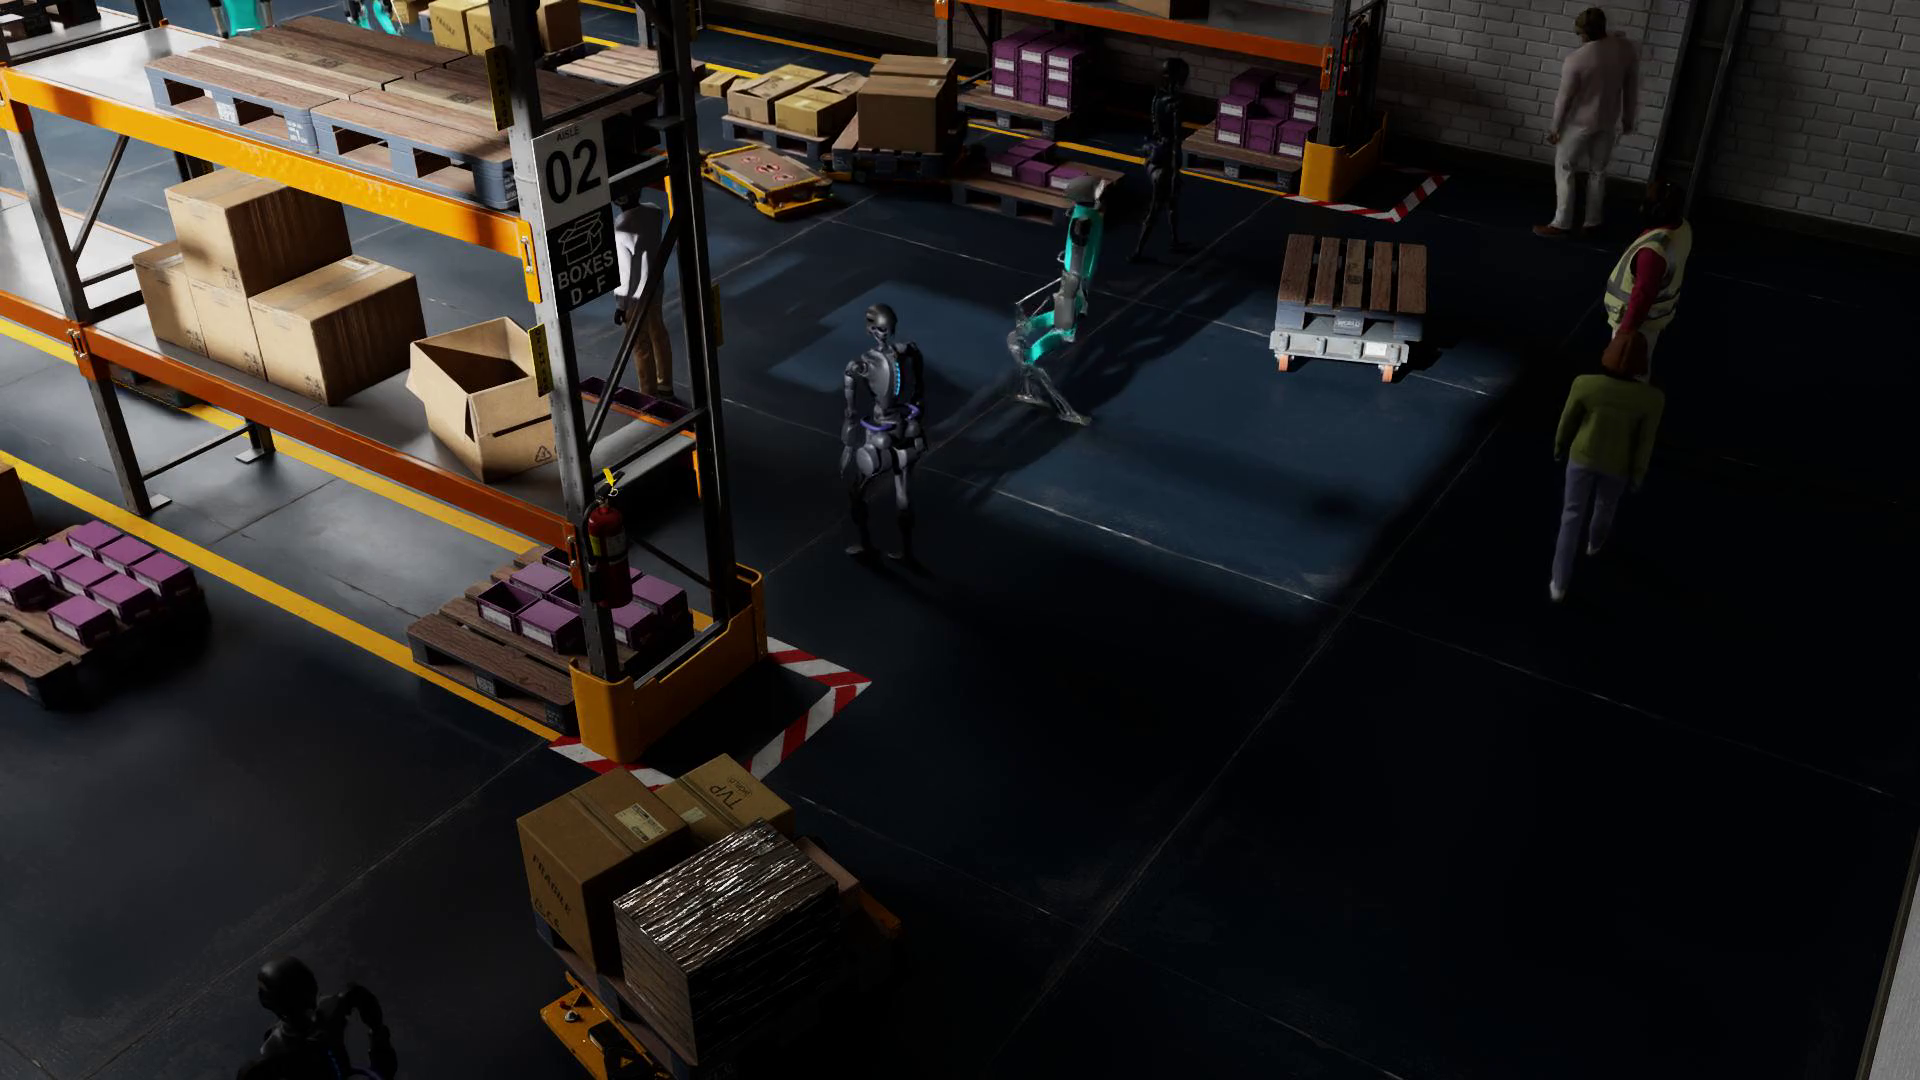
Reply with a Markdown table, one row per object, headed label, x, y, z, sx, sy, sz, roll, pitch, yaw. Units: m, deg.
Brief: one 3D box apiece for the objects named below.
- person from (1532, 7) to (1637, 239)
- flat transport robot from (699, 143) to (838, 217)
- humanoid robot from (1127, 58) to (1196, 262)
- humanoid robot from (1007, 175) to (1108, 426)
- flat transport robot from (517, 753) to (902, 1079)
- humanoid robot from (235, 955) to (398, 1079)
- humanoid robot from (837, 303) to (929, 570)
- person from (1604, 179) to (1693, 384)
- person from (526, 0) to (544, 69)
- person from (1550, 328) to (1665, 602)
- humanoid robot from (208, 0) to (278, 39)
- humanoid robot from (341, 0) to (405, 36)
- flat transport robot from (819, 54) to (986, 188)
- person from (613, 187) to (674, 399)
| label | x | y | z | sx | sy | sz | roll | pitch | yaw |
| --- | --- | --- | --- | --- | --- | --- | --- | --- | --- |
| person | 5.189 | -3.386 | 13.601 | 0.766 | 1.899 | 0.366 | -6 | 34 | -9 |
| flat transport robot | -1.758 | -3.234 | 14.844 | 0.659 | 0.231 | 1.431 | -22 | 39 | -30 |
| humanoid robot | 1.671 | -3.012 | 13.224 | 0.658 | 1.635 | 0.609 | -7 | 34 | -10 |
| humanoid robot | 0.538 | -1.575 | 10.919 | 0.796 | 1.735 | 0.533 | 9 | 34 | 13 |
| flat transport robot | -0.999 | 1.806 | 7.097 | 1.431 | 0.231 | 0.659 | -26 | 41 | -34 |
| humanoid robot | -2.088 | 1.974 | 5.563 | 0.609 | 1.638 | 0.590 | 20 | 38 | 27 |
| humanoid robot | -0.421 | -0.585 | 9.482 | 0.598 | 1.645 | 0.429 | -24 | 40 | -32 |
| person | 4.304 | -1.408 | 10.595 | 0.430 | 1.845 | 0.619 | 21 | 39 | 29 |
| person | -3.943 | -4.380 | 15.078 | 0.432 | 1.944 | 0.481 | 4 | 33 | 6 |
| person | 3.612 | -0.473 | 9.389 | 0.510 | 1.585 | 0.830 | 12 | 35 | 17 |
| humanoid robot | -6.354 | -4.202 | 14.995 | 0.577 | 1.783 | 0.873 | -9 | 34 | -14 |
| humanoid robot | -5.855 | -5.250 | 16.701 | 0.544 | 1.896 | 0.764 | -25 | 40 | -33 |
| flat transport robot | -0.519 | -3.440 | 15.161 | 1.431 | 0.231 | 0.659 | 6 | 34 | 9 |
| person | -2.146 | -1.671 | 11.076 | 0.320 | 1.753 | 0.561 | 11 | 35 | 16 |
